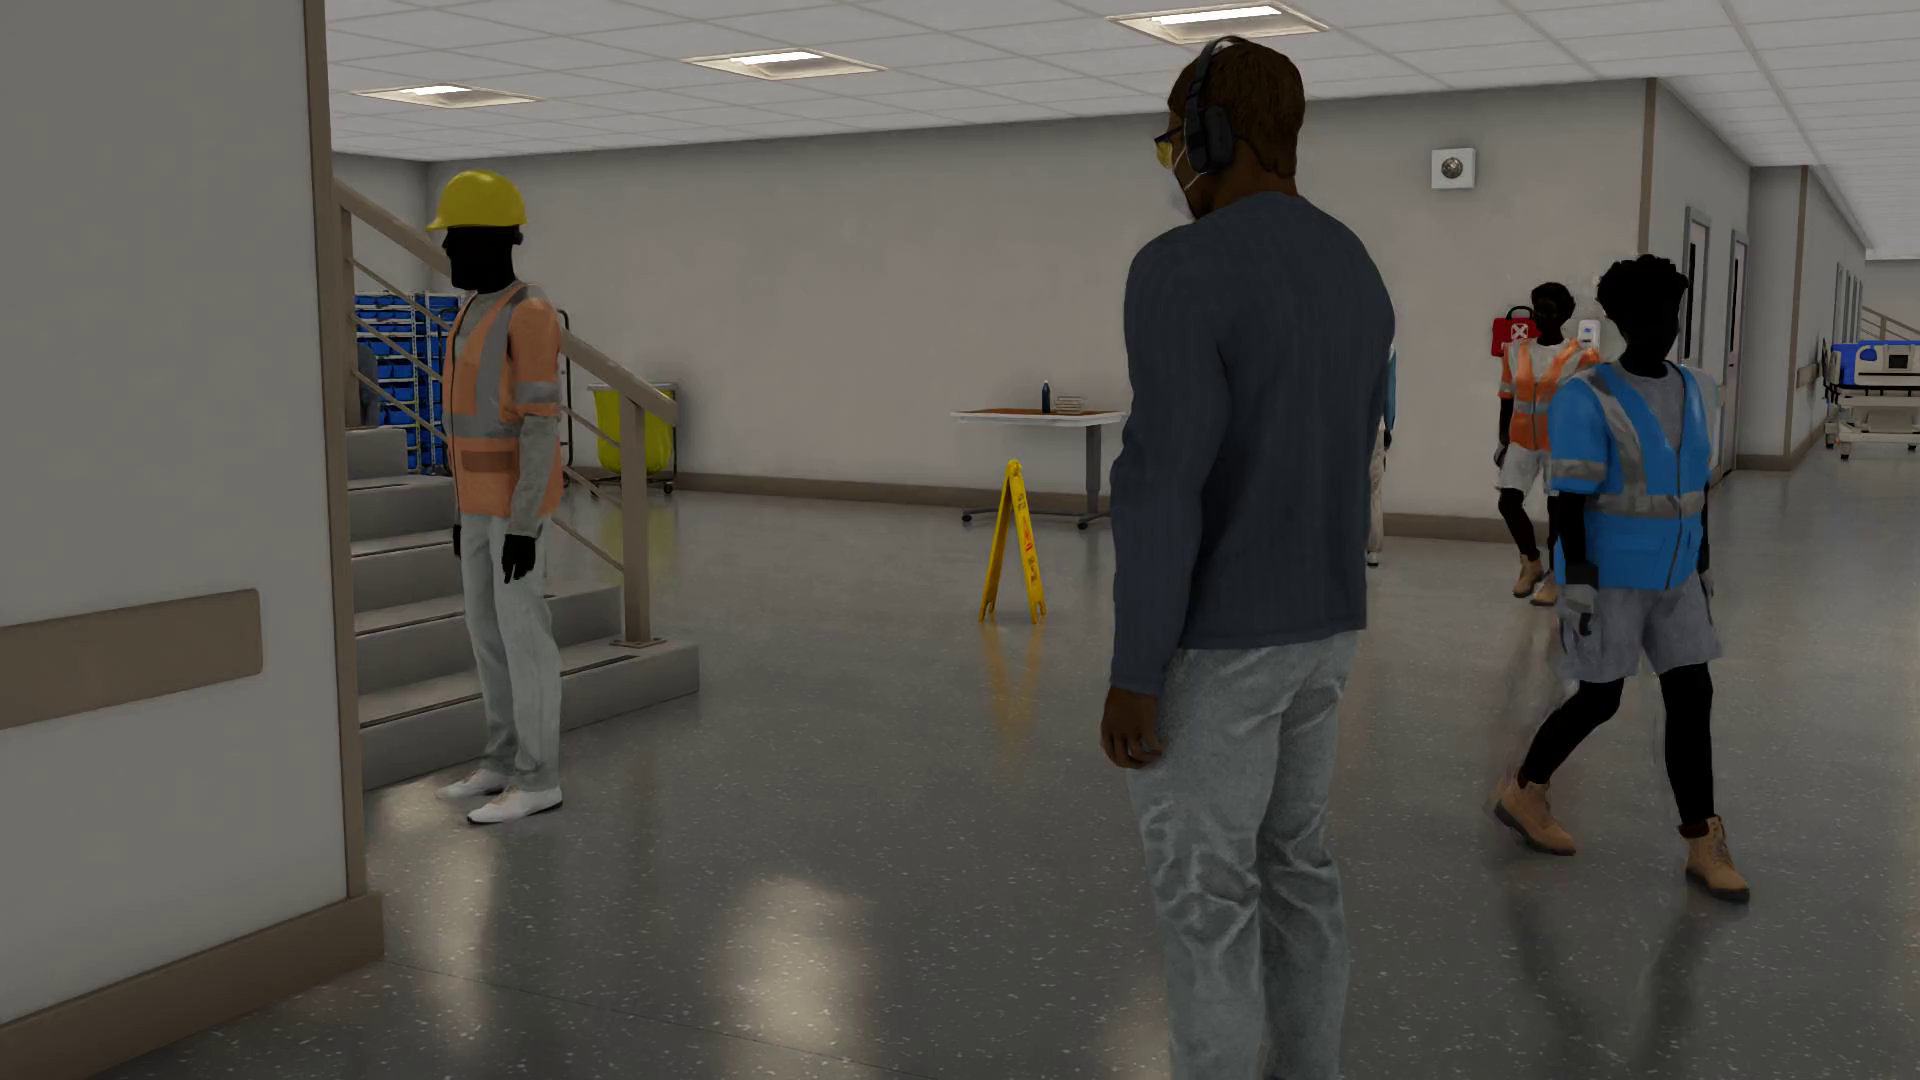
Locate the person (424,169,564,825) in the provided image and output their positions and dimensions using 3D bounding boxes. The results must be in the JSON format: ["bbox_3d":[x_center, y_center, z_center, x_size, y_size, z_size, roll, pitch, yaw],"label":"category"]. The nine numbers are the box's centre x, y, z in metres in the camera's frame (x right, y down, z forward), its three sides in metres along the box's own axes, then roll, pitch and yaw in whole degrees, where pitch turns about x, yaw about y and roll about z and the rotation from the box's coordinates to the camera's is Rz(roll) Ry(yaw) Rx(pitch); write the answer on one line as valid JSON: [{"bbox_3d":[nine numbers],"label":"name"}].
[{"bbox_3d":[-1.382,-0.127,4.974,0.369,1.926,0.590,-6,9,-38],"label":"person"}]

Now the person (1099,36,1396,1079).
[{"bbox_3d":[0.457,0.171,2.691,0.385,1.929,0.636,7,10,42],"label":"person"}]

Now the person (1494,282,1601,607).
[{"bbox_3d":[3.031,-0.489,8.627,0.557,1.683,0.369,7,10,43],"label":"person"}]

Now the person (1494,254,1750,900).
[{"bbox_3d":[1.755,0.080,4.410,0.590,1.651,0.691,-3,8,-23],"label":"person"}]
